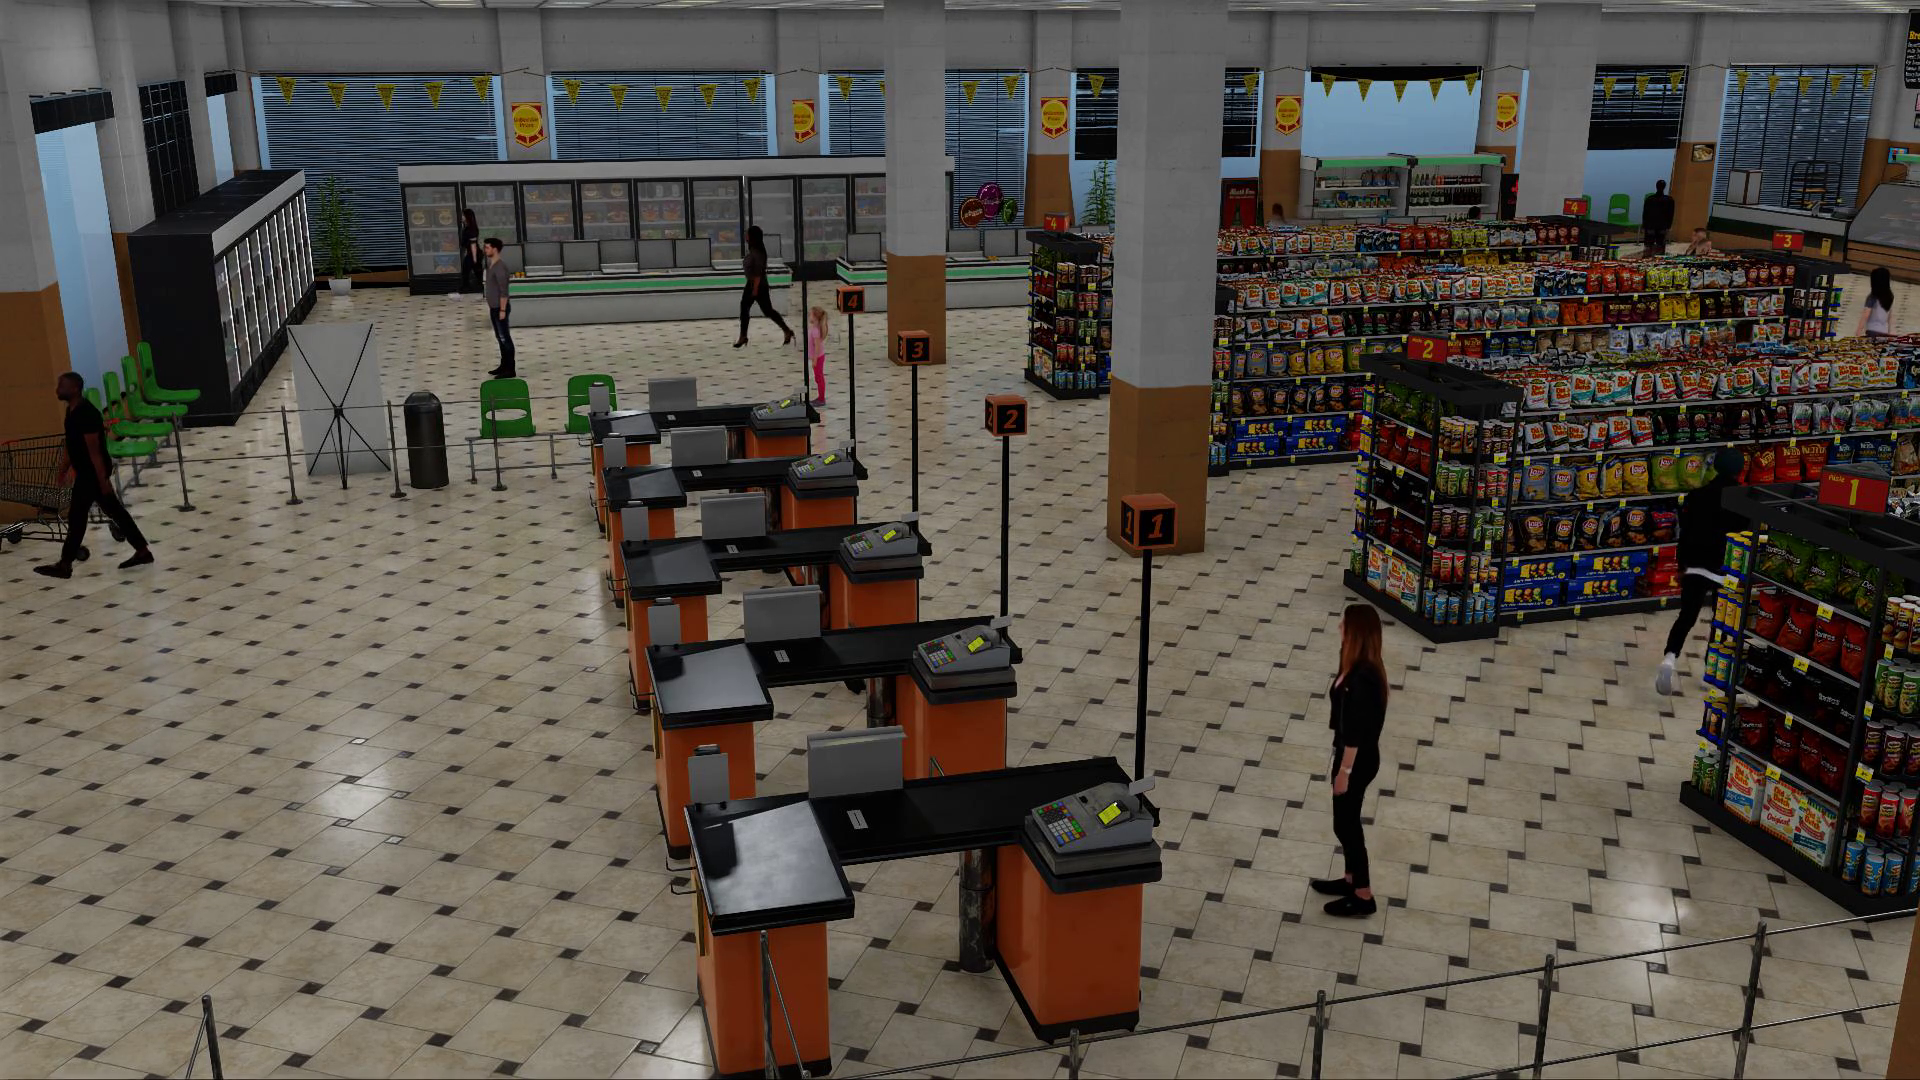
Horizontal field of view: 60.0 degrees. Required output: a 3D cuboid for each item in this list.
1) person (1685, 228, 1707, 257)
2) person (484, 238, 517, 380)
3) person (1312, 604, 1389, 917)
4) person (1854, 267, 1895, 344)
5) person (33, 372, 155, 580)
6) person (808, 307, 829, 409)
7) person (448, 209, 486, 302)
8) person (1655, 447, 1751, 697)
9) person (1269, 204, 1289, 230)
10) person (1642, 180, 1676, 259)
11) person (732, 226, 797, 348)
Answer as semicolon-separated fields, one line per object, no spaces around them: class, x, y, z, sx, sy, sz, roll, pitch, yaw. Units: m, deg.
person;11.498;-4.058;26.055;0.519;1.666;0.593;-4;17;-12
person;-6.281;-3.174;22.735;0.652;1.905;0.738;-8;19;-26
person;2.123;1.167;8.776;0.742;1.708;0.725;5;18;15
person;11.758;-2.591;21.243;1.160;1.655;0.900;-10;20;-30
person;-7.385;-0.557;14.347;1.265;1.770;0.936;-11;20;-32
person;-1.792;-2.317;21.003;0.573;1.270;0.540;1;17;2
person;-8.468;-4.985;29.193;0.959;1.617;0.693;-2;17;-6
person;5.216;0.253;11.640;1.238;1.794;1.050;-16;23;-43
person;5.591;-4.993;29.098;1.113;1.688;0.995;-15;22;-40
person;13.616;-6.108;32.509;0.711;1.839;0.857;4;17;13
person;-2.893;-3.714;24.694;1.135;1.798;0.637;-5;17;-15
